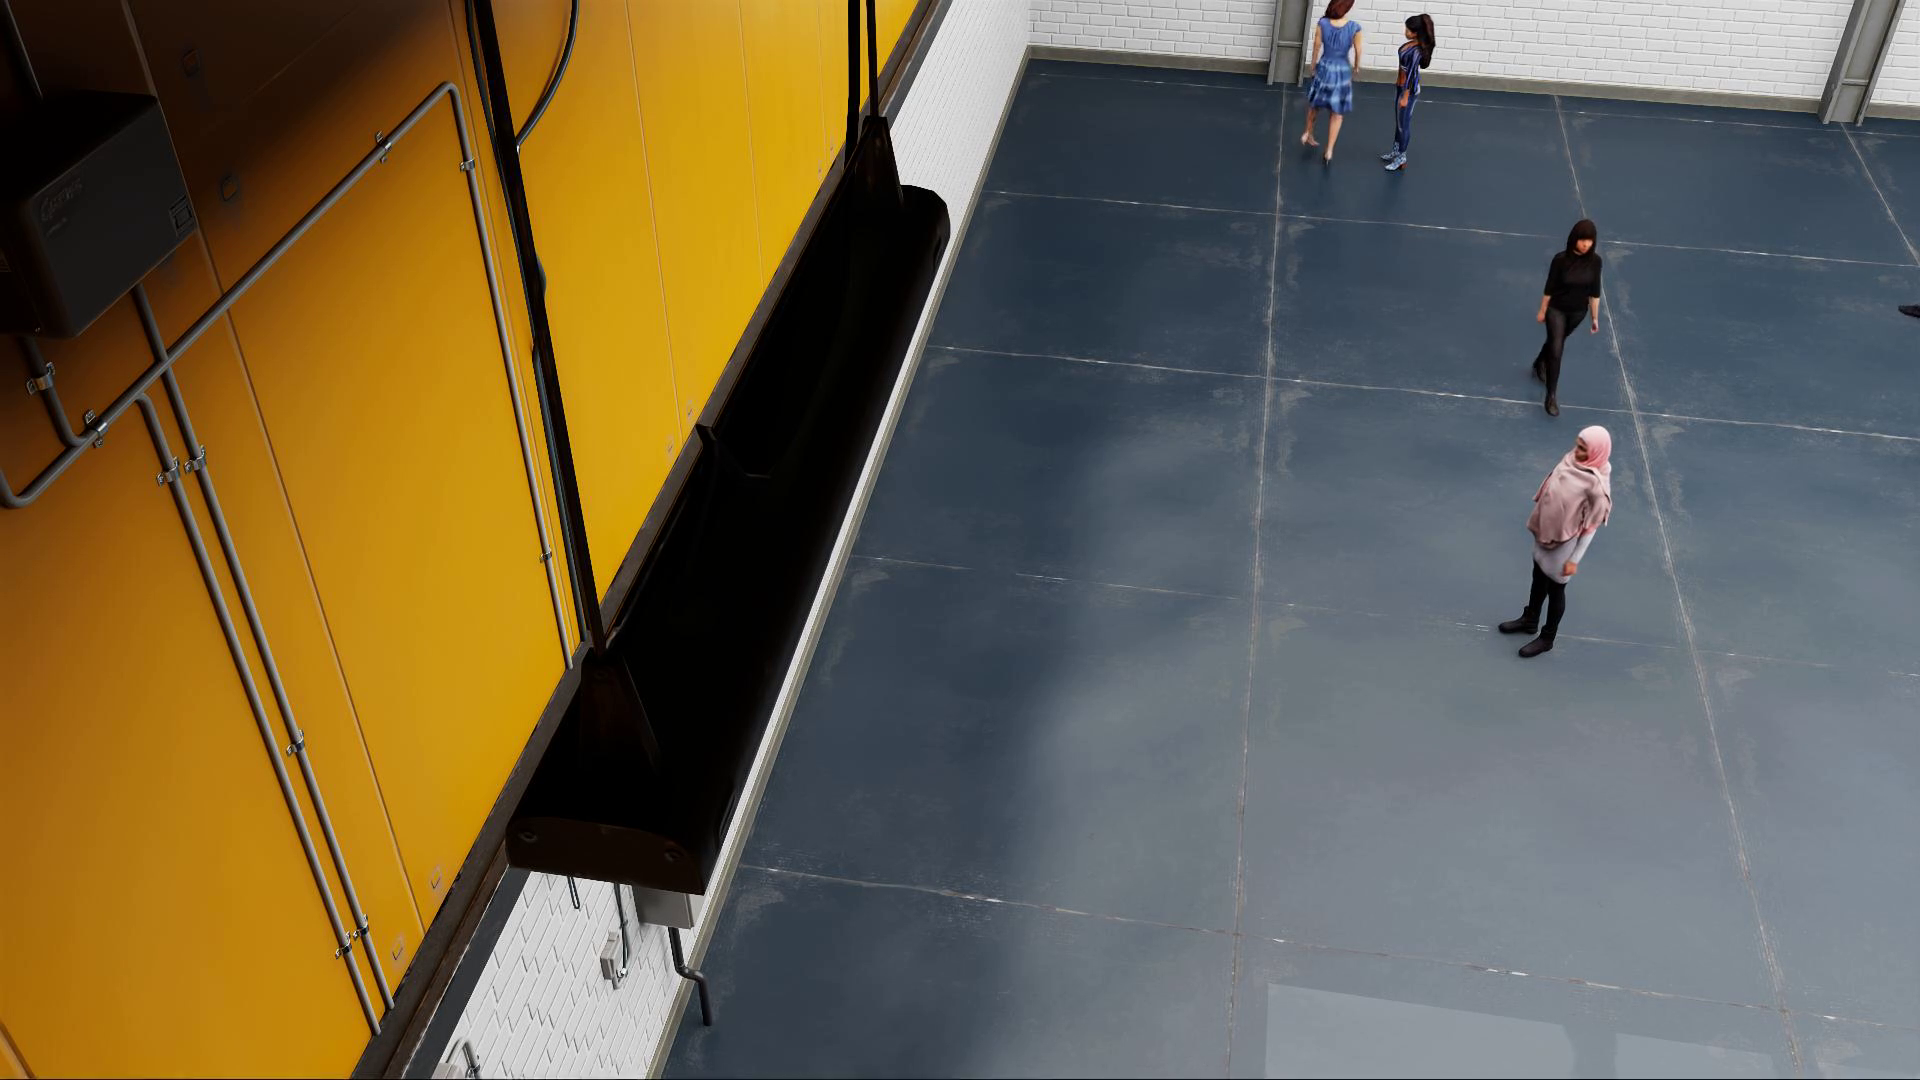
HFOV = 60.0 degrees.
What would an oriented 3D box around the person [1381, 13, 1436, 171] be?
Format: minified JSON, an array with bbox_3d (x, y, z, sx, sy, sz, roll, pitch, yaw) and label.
[{"bbox_3d":[4.519,-4.543,16.819,0.562,1.629,0.617,3,39,4],"label":"person"}]

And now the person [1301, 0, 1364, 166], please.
[{"bbox_3d":[3.775,-4.623,16.790,0.794,1.791,0.890,16,41,19],"label":"person"}]

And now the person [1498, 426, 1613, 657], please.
[{"bbox_3d":[3.974,-0.001,10.992,0.731,1.804,0.722,-9,39,-11],"label":"person"}]

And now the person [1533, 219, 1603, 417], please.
[{"bbox_3d":[4.910,-1.897,13.526,1.055,1.604,0.796,-1,39,-1],"label":"person"}]
